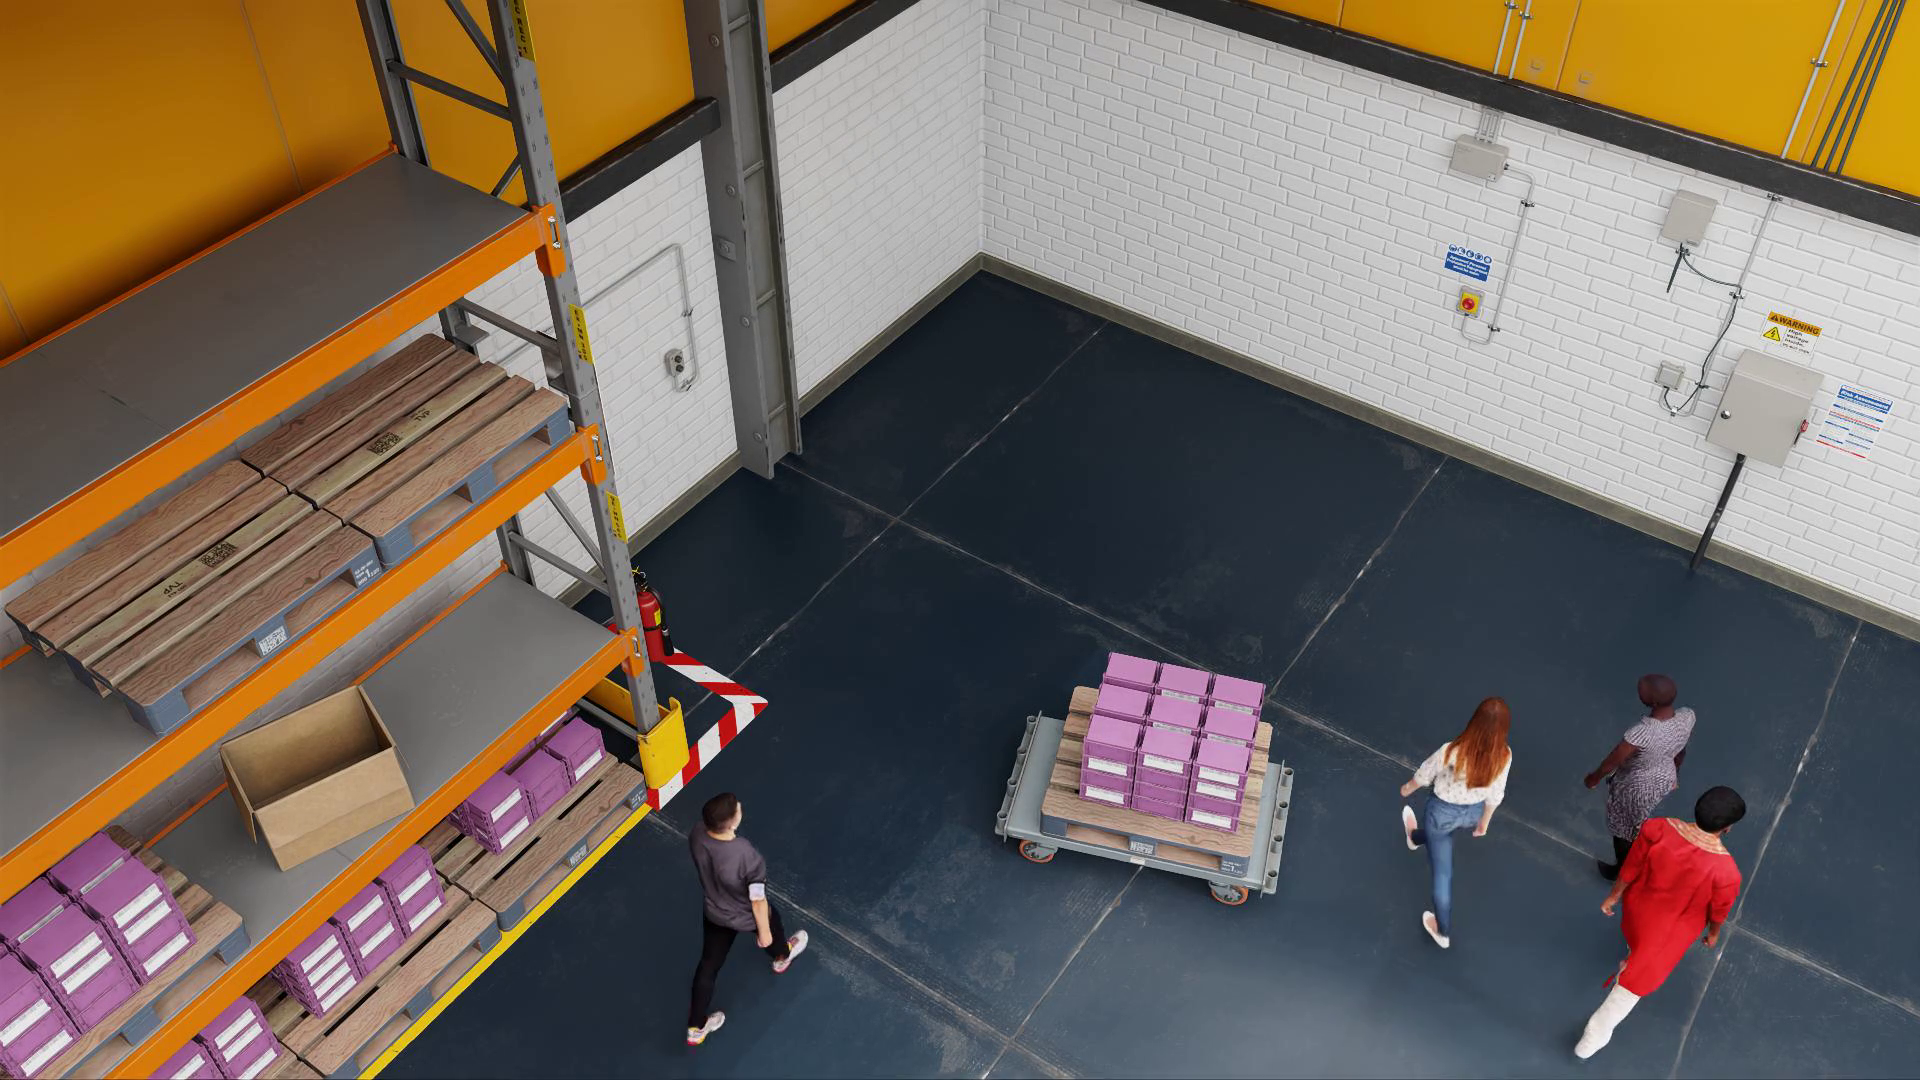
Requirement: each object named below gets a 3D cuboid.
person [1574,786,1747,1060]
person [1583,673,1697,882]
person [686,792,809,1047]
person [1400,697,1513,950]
[{"bbox_3d":[3.538,1.981,8.507,1.291,1.832,0.909,-30,51,-27],"label":"person"},{"bbox_3d":[3.764,1.441,9.129,0.788,1.757,0.856,-13,45,-13],"label":"person"},{"bbox_3d":[-1.223,1.965,8.600,0.676,1.726,1.153,24,49,23],"label":"person"},{"bbox_3d":[2.714,1.564,9.055,1.086,1.681,1.174,-6,44,-6],"label":"person"}]
